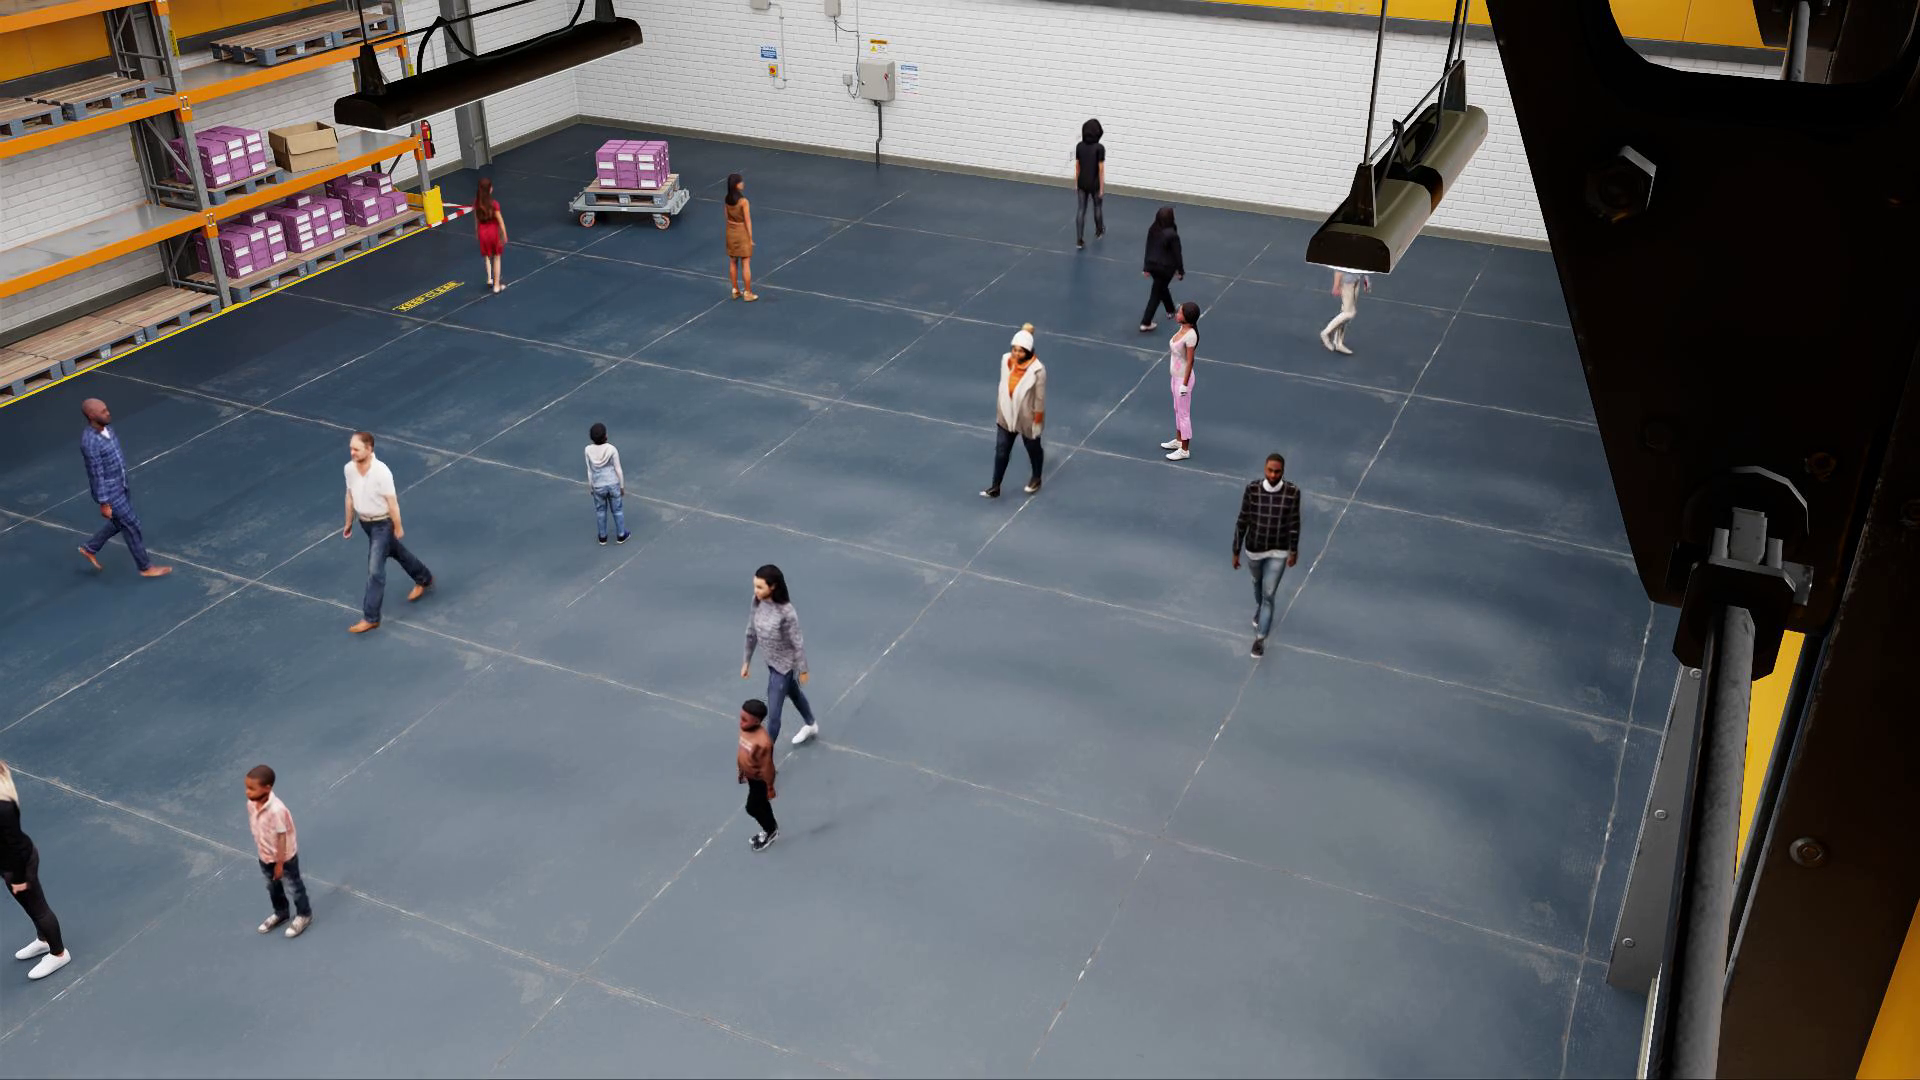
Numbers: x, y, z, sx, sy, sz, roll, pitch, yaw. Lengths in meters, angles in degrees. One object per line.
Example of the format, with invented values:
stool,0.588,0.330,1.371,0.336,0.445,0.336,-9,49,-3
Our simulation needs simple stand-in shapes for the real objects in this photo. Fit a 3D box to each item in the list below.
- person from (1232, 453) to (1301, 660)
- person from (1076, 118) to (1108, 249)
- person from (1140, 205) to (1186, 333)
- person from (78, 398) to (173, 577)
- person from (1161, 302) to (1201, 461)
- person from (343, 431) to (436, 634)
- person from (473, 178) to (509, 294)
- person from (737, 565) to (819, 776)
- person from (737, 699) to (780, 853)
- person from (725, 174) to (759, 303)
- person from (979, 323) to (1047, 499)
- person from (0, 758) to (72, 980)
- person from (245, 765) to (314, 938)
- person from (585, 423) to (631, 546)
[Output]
person,2.659,0.047,14.395,0.789,1.769,1.215,9,30,16
person,1.808,-5.045,23.693,0.660,1.804,1.023,13,31,23
person,2.465,-3.356,20.842,1.159,1.568,0.931,-23,36,-36
person,-7.885,-0.453,15.285,1.075,1.793,1.123,-3,29,-6
person,2.364,-1.701,17.627,0.718,1.742,0.605,-2,29,-4
person,-5.071,-0.170,14.749,0.815,1.810,1.302,18,34,30
person,-6.278,-4.024,22.094,0.643,1.541,0.704,4,29,8
person,-1.325,0.921,12.878,0.889,1.686,1.216,25,37,37
person,-1.390,1.669,11.969,0.640,1.244,0.612,-17,33,-29
person,-2.905,-3.971,21.847,0.591,1.686,0.563,19,34,31
person,0.689,-1.329,16.819,0.801,1.864,1.073,18,33,29
person,-6.098,2.075,10.761,0.663,1.687,0.678,-23,36,-36
person,-4.554,2.067,11.176,0.518,1.305,0.546,15,32,25
person,-3.417,-0.545,16.011,0.556,1.261,0.593,-1,29,-1
